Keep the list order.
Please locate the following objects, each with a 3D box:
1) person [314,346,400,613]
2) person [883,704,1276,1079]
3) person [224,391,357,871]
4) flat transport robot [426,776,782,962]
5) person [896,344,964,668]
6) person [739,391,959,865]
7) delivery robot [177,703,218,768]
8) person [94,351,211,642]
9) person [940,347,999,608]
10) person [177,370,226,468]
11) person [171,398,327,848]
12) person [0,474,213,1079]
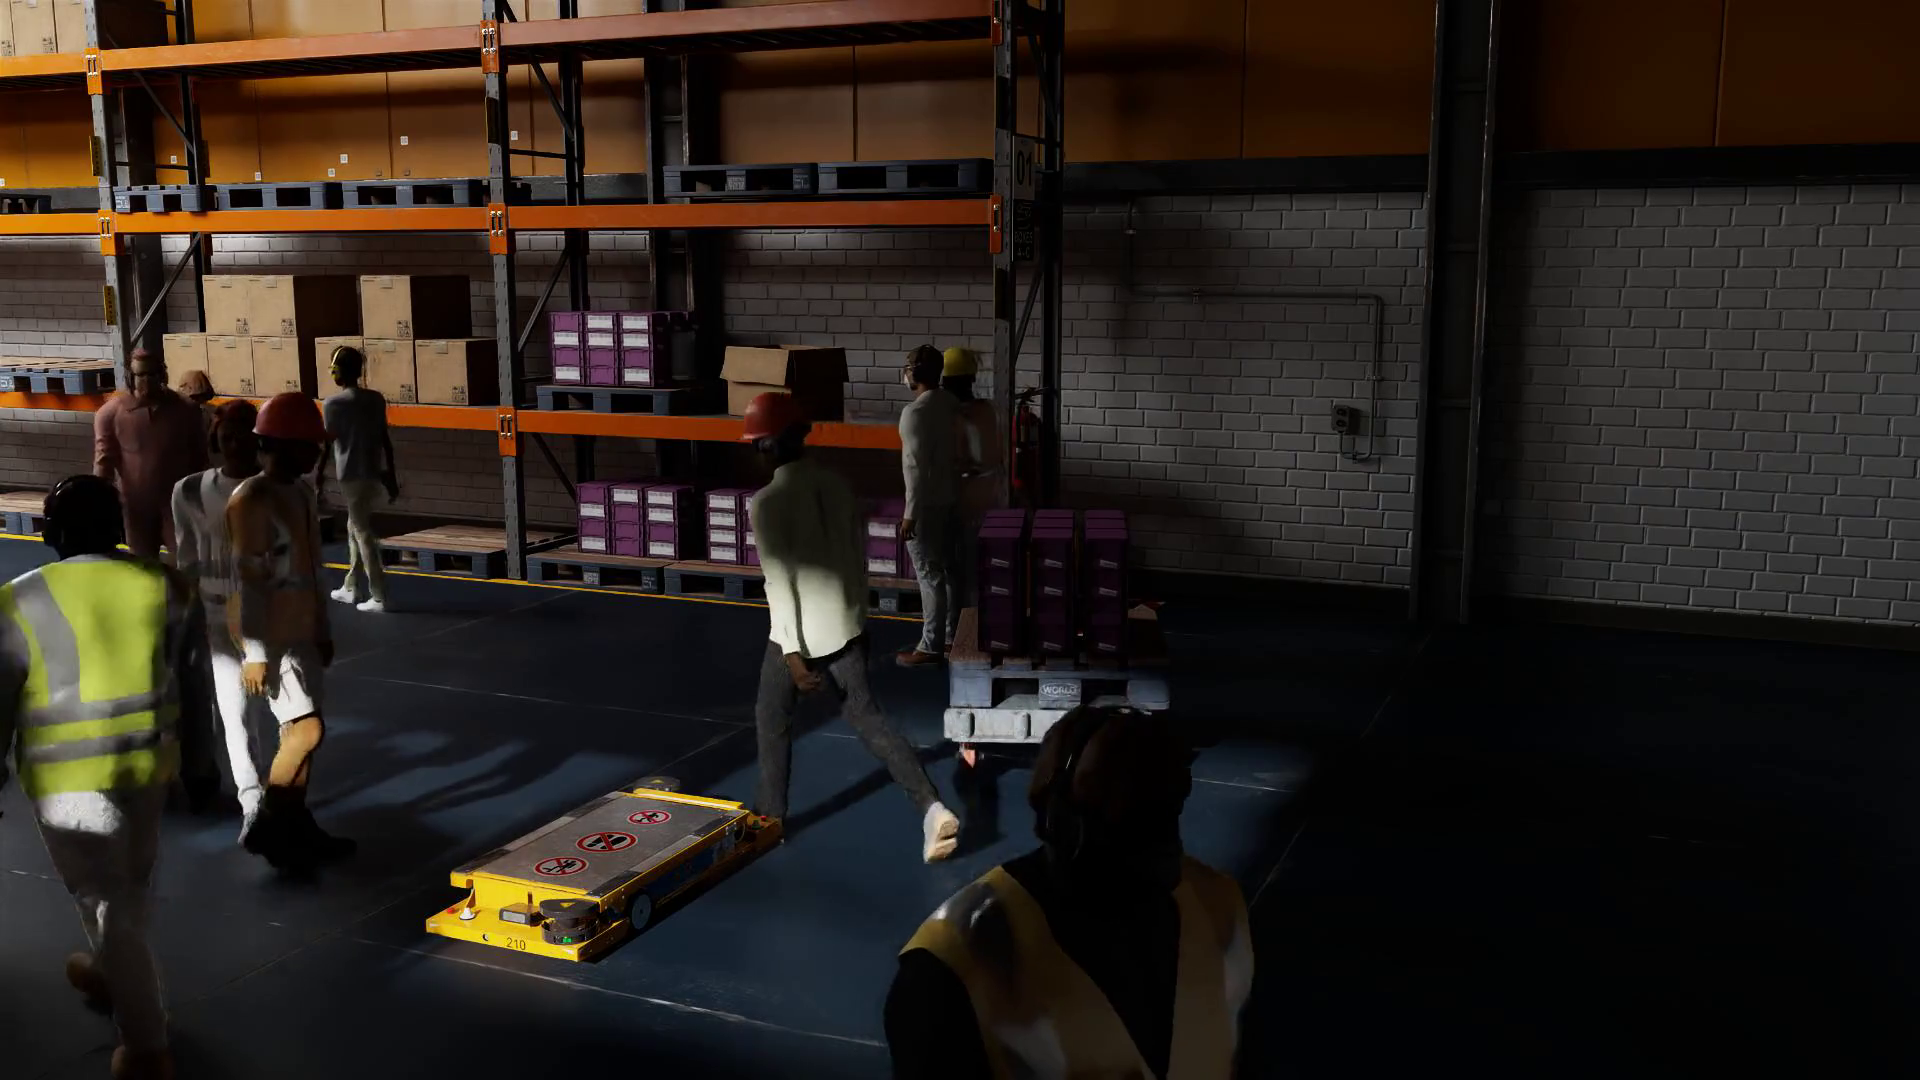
[{"bbox_3d":[-4.273,-0.417,11.551,0.796,1.841,0.562,5,11,28],"label":"person"},{"bbox_3d":[0.223,1.121,2.502,0.645,1.803,0.875,-6,11,-32],"label":"person"},{"bbox_3d":[-2.643,0.372,6.594,0.416,1.922,0.594,0,9,1],"label":"person"},{"bbox_3d":[-1.319,1.227,6.414,0.652,0.197,1.431,4,10,23],"label":"flat transport robot"},{"bbox_3d":[-0.182,-0.198,9.966,0.377,1.940,0.628,4,10,25],"label":"person"},{"bbox_3d":[-0.489,0.364,6.683,1.077,1.929,0.642,7,12,37],"label":"person"},{"bbox_3d":[-3.750,0.845,7.572,0.707,0.478,0.477,4,10,20],"label":"delivery robot"},{"bbox_3d":[-5.068,-0.247,10.488,0.678,1.859,0.968,-5,11,-28],"label":"person"},{"bbox_3d":[-0.033,-0.222,10.185,0.609,1.905,0.623,4,10,23],"label":"person"},{"bbox_3d":[-5.746,-0.481,12.617,0.366,1.617,0.519,4,10,21],"label":"person"},{"bbox_3d":[-3.003,0.320,7.083,0.583,1.866,0.653,-3,10,-16],"label":"person"},{"bbox_3d":[-2.630,0.696,5.067,0.939,1.796,0.622,7,12,35],"label":"person"}]
